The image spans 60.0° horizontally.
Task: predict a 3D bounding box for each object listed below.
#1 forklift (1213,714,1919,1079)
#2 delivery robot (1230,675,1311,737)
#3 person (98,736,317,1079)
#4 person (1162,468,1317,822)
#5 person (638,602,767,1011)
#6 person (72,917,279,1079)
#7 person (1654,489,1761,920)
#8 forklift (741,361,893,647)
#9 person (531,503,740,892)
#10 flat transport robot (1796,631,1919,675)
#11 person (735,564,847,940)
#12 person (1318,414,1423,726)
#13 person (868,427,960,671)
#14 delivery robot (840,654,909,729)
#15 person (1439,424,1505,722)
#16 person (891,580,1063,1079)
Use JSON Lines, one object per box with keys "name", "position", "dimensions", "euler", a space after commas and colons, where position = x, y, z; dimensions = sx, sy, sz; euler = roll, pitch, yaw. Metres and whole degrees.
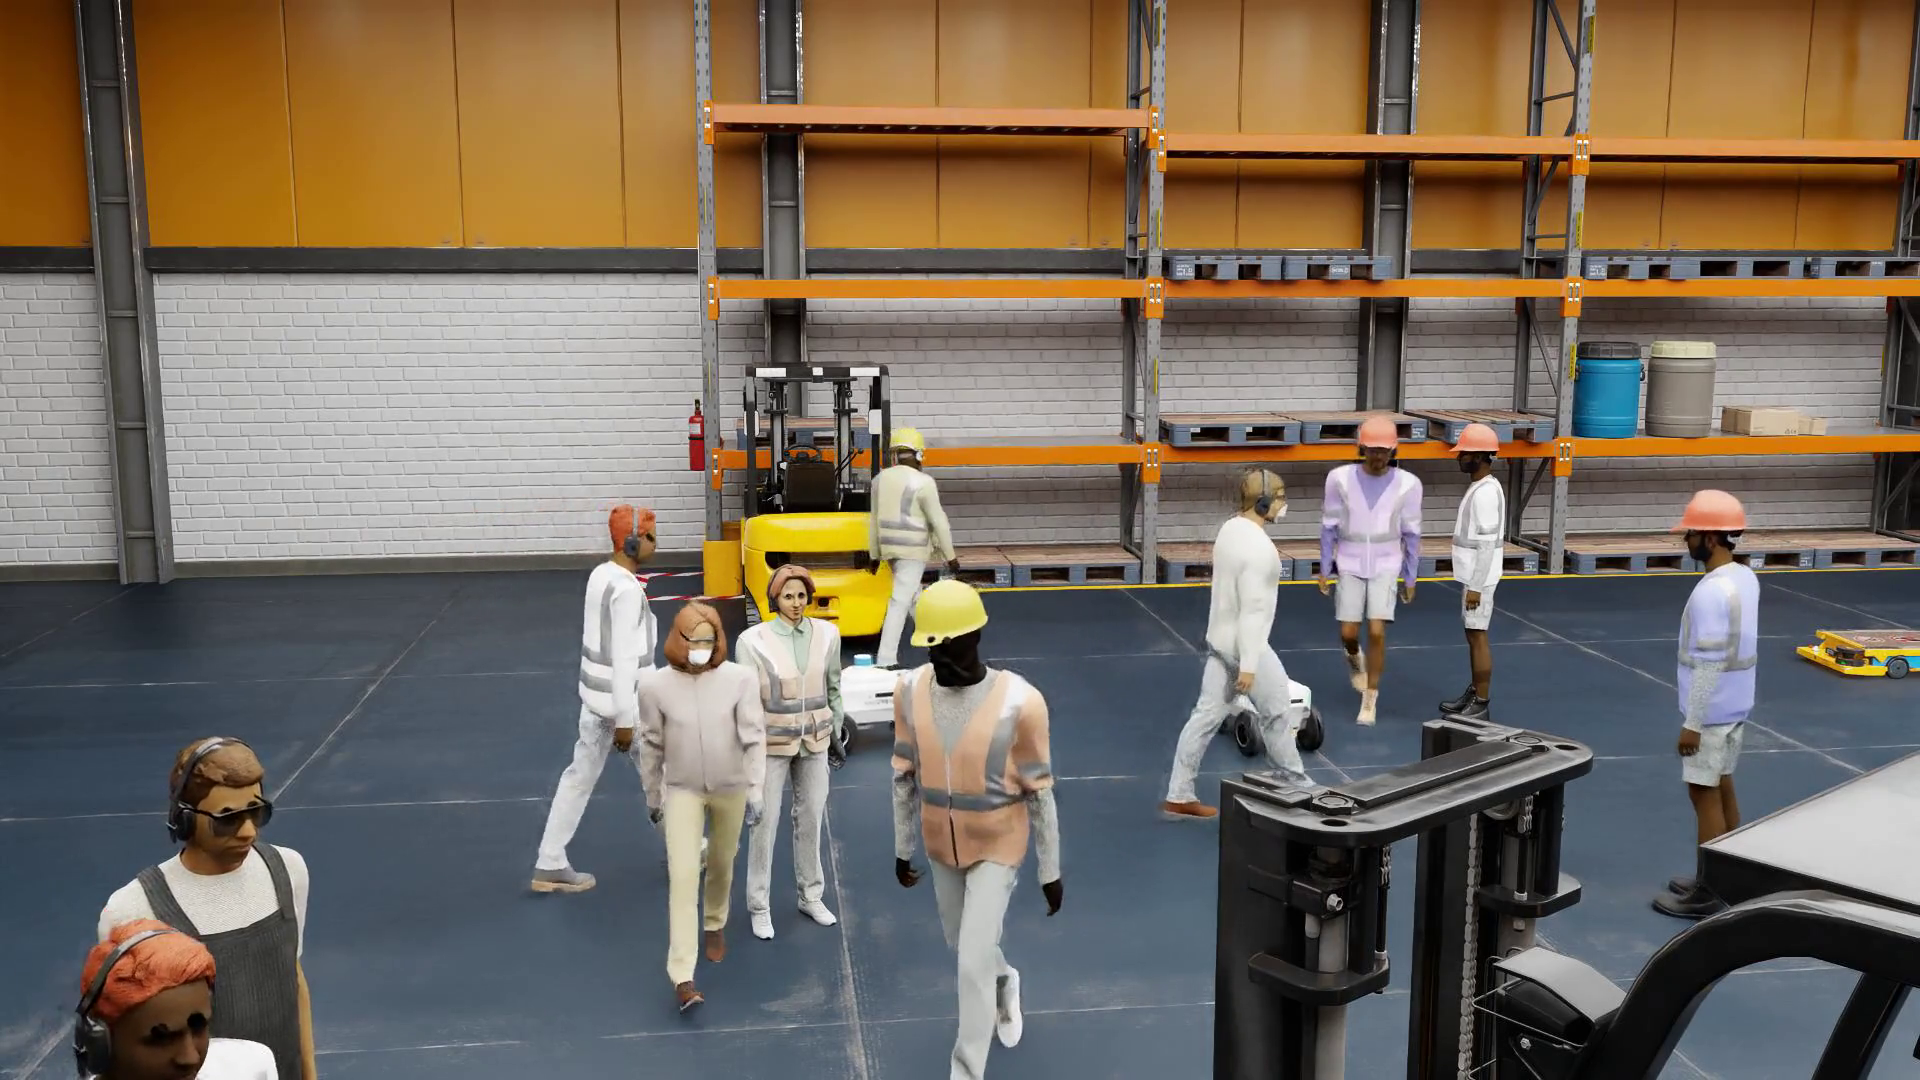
{"name": "forklift", "position": [1.441, 1.425, 2.350], "dimensions": [1.214, 2.155, 2.313], "euler": [-7, 12, -39]}
{"name": "delivery robot", "position": [1.840, 0.938, 10.199], "dimensions": [0.477, 0.478, 0.707], "euler": [-3, 10, -20]}
{"name": "person", "position": [-1.700, 1.354, 3.889], "dimensions": [0.346, 1.843, 0.507], "euler": [5, 11, 31]}
{"name": "person", "position": [1.536, 0.564, 8.694], "dimensions": [1.015, 1.883, 0.642], "euler": [-2, 9, -11]}
{"name": "person", "position": [-1.024, 1.038, 6.677], "dimensions": [0.498, 1.575, 0.906], "euler": [-2, 9, -13]}
{"name": "person", "position": [-1.478, 1.524, 2.935], "dimensions": [0.841, 1.826, 0.595], "euler": [6, 11, 35]}
{"name": "person", "position": [3.337, 0.737, 7.446], "dimensions": [0.379, 1.933, 0.552], "euler": [8, 12, 40]}
{"name": "forklift", "position": [-1.154, -0.340, 13.365], "dimensions": [1.214, 2.155, 2.313], "euler": [-1, 9, -7]}
{"name": "person", "position": [-1.575, 0.738, 7.791], "dimensions": [1.018, 1.830, 0.590], "euler": [-5, 11, -30]}
{"name": "flat transport robot", "position": [6.988, 0.814, 12.150], "dimensions": [1.431, 0.197, 0.652], "euler": [0, 9, -2]}
{"name": "person", "position": [-0.740, 0.912, 7.279], "dimensions": [0.523, 1.638, 0.310], "euler": [-5, 11, -30]}
{"name": "person", "position": [2.650, 0.166, 10.778], "dimensions": [0.650, 2.013, 0.743], "euler": [3, 9, 15]}
{"name": "person", "position": [-0.307, 0.077, 12.044], "dimensions": [0.946, 1.771, 0.624], "euler": [-8, 12, -41]}
{"name": "delivery robot", "position": [-0.593, 0.943, 10.165], "dimensions": [0.707, 0.478, 0.477], "euler": [-3, 10, -19]}
{"name": "person", "position": [3.281, 0.223, 10.651], "dimensions": [0.356, 1.937, 0.552], "euler": [2, 9, 14]}
{"name": "person", "position": [0.085, 1.032, 5.812], "dimensions": [0.633, 1.883, 0.895], "euler": [5, 10, 30]}
